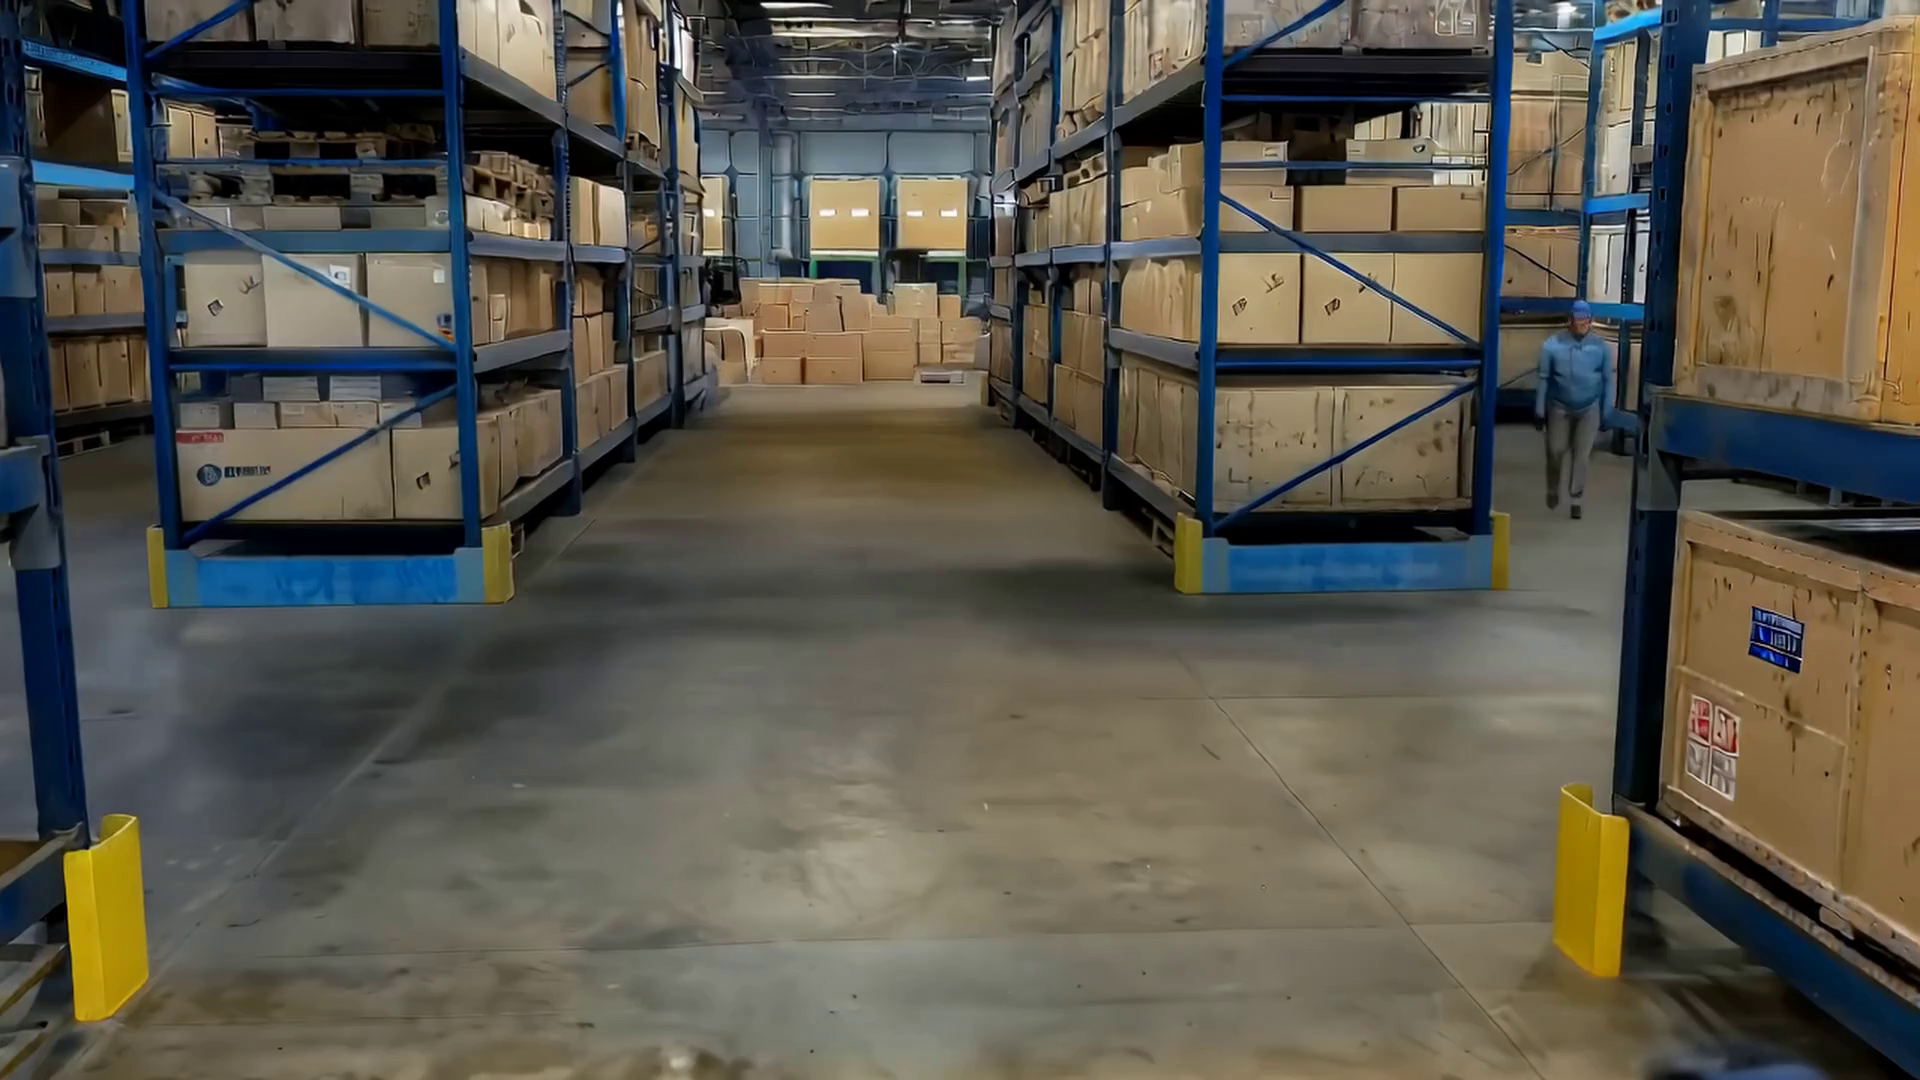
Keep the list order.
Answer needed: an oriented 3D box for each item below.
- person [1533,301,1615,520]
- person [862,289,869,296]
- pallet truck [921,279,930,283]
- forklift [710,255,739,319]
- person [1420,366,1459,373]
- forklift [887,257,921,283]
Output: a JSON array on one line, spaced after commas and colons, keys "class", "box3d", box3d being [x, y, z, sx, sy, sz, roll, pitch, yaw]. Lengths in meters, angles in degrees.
[{"class": "person", "box3d": [5.359, -1.133, 14.522, 0.668, 1.893, 0.500, 2, 9, 14]}, {"class": "person", "box3d": [-3.088, -7.401, 54.644, 0.865, 1.646, 0.549, 3, 10, 18]}, {"class": "pallet truck", "box3d": [-0.932, -8.922, 63.114, 1.885, 1.965, 0.823, 2, 9, 13]}, {"class": "forklift", "box3d": [-8.368, -8.713, 59.038, 1.129, 2.768, 1.873, -1, 9, -4]}, {"class": "person", "box3d": [4.281, -1.111, 15.008, 0.315, 1.696, 0.541, -7, 11, -38]}, {"class": "forklift", "box3d": [-1.481, -6.339, 44.133, 1.129, 2.768, 1.873, -1, 9, -4]}]
